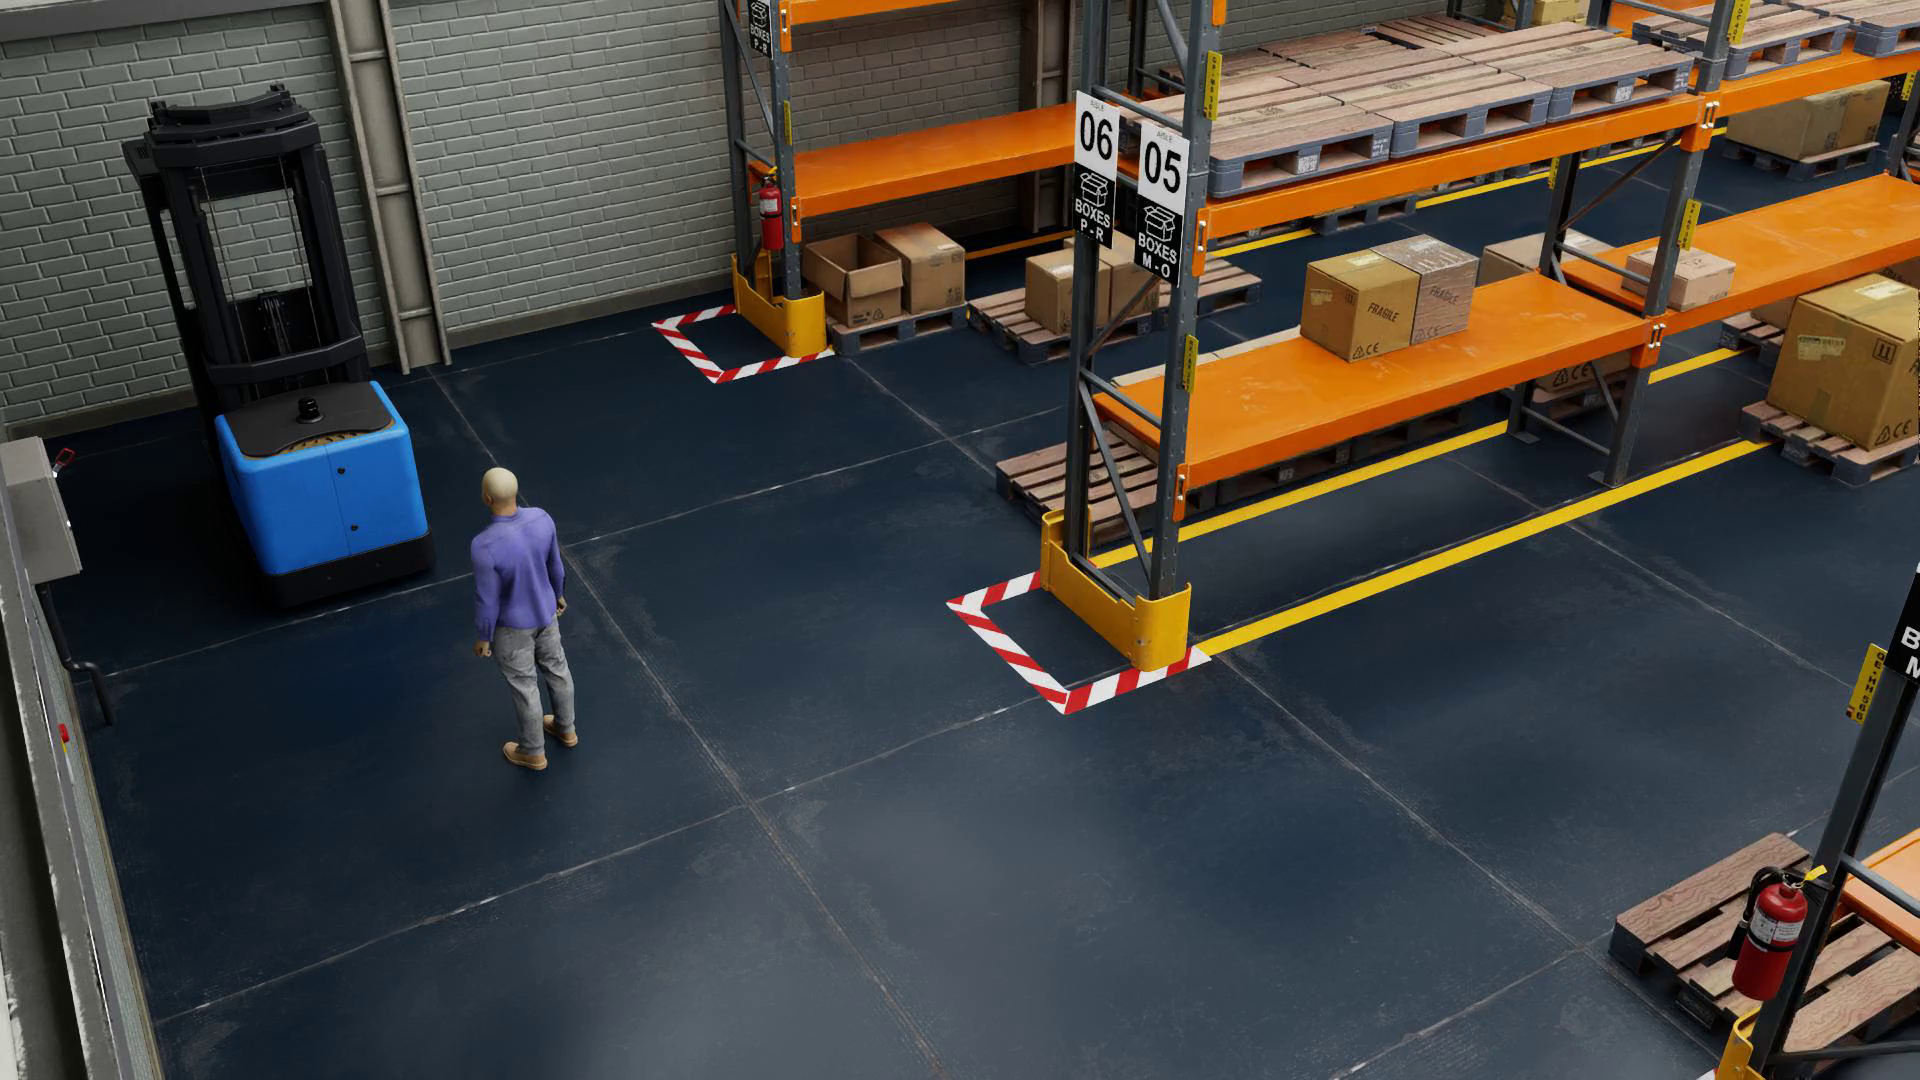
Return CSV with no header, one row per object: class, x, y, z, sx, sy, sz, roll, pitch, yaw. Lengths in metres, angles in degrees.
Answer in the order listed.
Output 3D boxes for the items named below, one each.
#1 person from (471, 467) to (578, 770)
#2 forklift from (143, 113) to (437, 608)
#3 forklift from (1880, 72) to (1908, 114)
person,-2.300,0.420,8.808,0.393,1.799,0.593,21,37,30
forklift,-4.289,-1.259,10.509,1.129,2.768,1.873,-17,36,-26
forklift,11.468,-5.645,18.244,1.214,2.155,2.313,-17,36,-26
